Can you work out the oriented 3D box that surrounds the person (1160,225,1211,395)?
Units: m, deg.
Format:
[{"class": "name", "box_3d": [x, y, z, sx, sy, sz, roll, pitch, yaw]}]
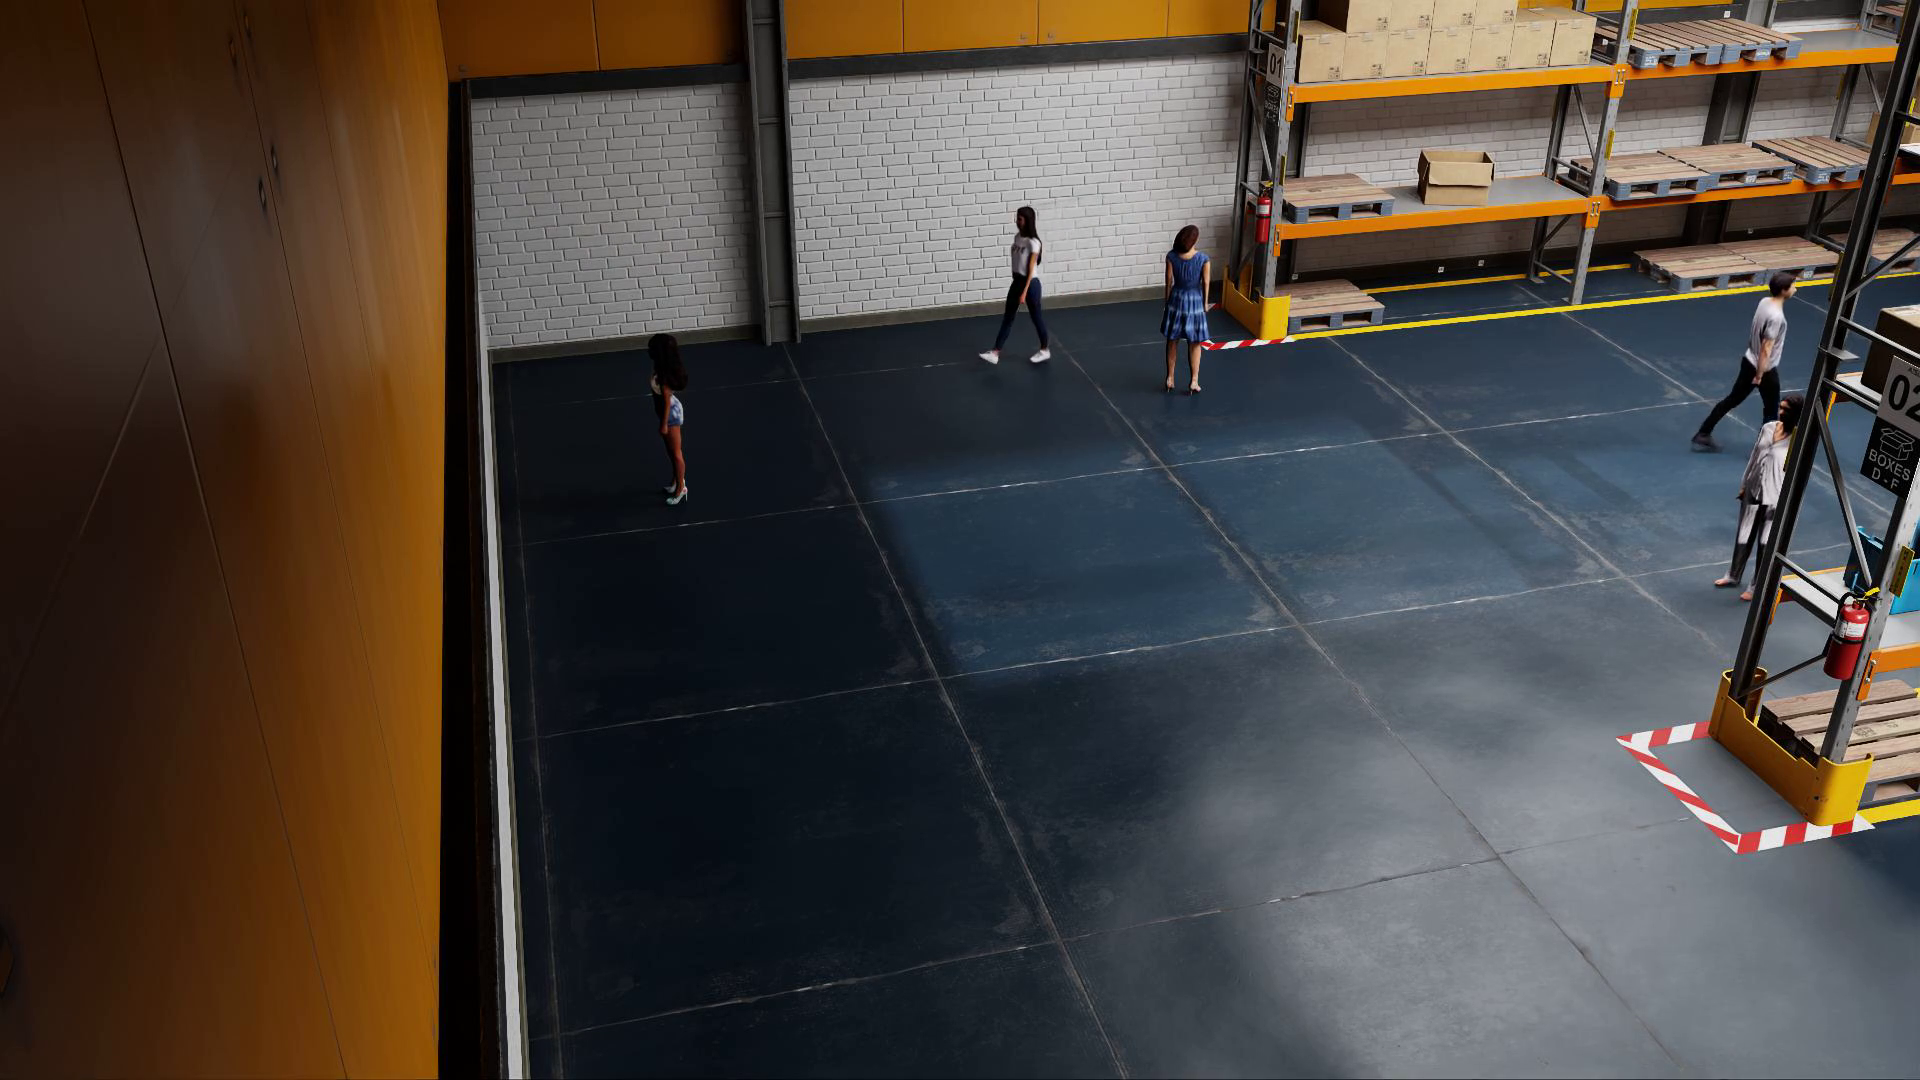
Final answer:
[{"class": "person", "box_3d": [2.317, -2.356, 17.048, 0.717, 1.804, 0.816, 10, 30, 18]}]

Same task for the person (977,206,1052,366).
[{"class": "person", "box_3d": [0.786, -2.675, 17.705, 1.173, 1.736, 0.841, -18, 33, -29]}]

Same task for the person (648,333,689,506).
[{"class": "person", "box_3d": [-2.612, -1.097, 14.926, 0.551, 1.626, 0.556, -6, 29, -11]}]

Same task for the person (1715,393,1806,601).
[{"class": "person", "box_3d": [6.528, -0.368, 13.436, 0.617, 1.774, 0.637, -15, 32, -26]}]

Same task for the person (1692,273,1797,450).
[{"class": "person", "box_3d": [7.453, -1.638, 15.712, 1.258, 1.824, 0.947, 3, 29, 6]}]
